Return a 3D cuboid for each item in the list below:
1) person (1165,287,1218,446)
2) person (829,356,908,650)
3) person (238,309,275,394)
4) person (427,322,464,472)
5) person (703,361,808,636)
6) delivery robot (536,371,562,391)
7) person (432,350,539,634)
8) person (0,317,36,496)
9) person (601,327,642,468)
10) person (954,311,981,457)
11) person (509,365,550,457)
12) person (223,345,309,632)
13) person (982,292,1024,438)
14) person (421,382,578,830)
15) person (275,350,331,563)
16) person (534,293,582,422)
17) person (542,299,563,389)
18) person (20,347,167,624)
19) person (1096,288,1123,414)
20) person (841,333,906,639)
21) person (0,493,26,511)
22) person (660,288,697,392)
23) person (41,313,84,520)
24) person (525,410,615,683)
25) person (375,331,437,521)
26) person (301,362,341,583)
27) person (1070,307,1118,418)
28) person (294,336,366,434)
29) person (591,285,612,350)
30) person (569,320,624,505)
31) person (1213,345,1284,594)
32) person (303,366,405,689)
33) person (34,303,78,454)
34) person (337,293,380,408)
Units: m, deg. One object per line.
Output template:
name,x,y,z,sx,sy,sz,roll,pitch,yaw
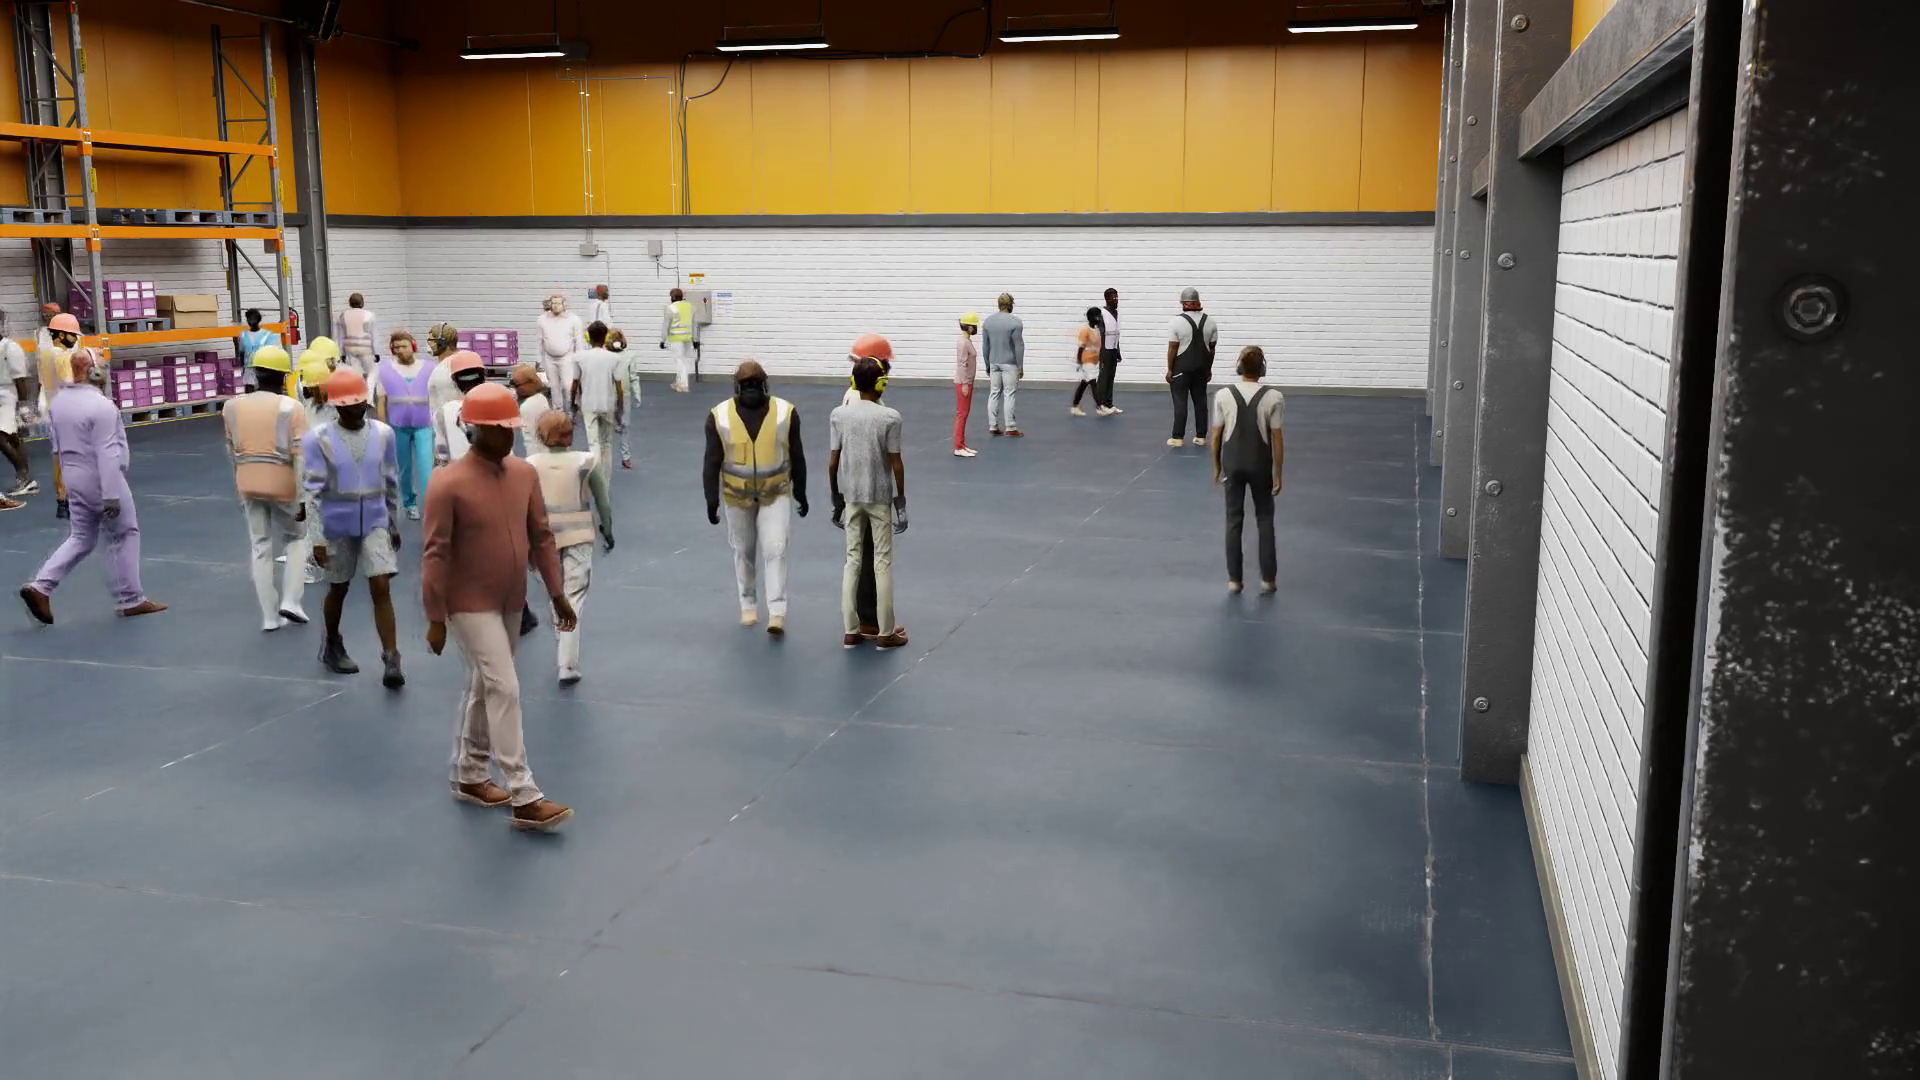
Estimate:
person,2.919,-2.226,21.355,0.690,2.000,0.538,-4,11,-21
person,-0.580,-0.230,10.553,0.535,1.864,0.309,4,11,19
person,-9.995,-2.436,23.610,0.552,1.648,0.843,-1,10,-3
person,-4.158,-0.799,13.563,0.372,1.940,0.632,-1,10,-5
person,-1.343,-0.267,10.947,0.676,1.798,0.907,-1,10,-5
delivery robot,-6.853,-2.738,28.195,0.707,0.478,0.477,0,10,1
person,-3.043,-0.285,10.813,0.625,1.880,0.815,3,10,14
person,-9.755,-1.398,16.972,0.609,1.932,0.502,7,12,35
person,-3.940,-1.637,19.194,0.511,1.630,0.337,-5,11,-28
person,0.095,-1.900,20.295,0.329,1.765,0.533,1,10,6
person,-3.443,-0.636,13.628,0.570,1.596,0.560,2,10,10
person,-4.586,-0.341,11.091,0.582,1.900,0.488,0,10,-1
person,0.587,-2.335,22.259,0.633,1.938,0.356,7,12,36
person,-1.970,0.289,7.348,0.930,1.955,0.618,5,11,26
person,-5.172,-0.707,13.649,0.906,1.724,0.541,-7,12,-33
person,-5.765,-2.585,23.840,0.640,1.889,0.513,0,10,2
person,-7.278,-3.479,29.636,0.421,1.611,0.563,-1,10,-6
person,-5.942,-0.364,11.291,0.651,1.883,0.828,6,12,32
person,2.270,-2.886,25.440,0.392,1.920,0.592,7,12,33
person,-0.578,-0.352,10.874,0.390,1.992,0.624,-3,11,-19
person,-9.433,-1.172,15.978,0.828,1.833,0.548,-6,12,-30
person,-5.025,-3.526,29.355,0.813,1.808,0.653,8,13,38
person,-8.350,-1.151,15.591,0.543,1.928,0.374,10,14,43
person,-2.352,0.018,9.933,0.517,1.584,0.907,0,10,-1
person,-5.018,-1.016,15.231,0.580,1.780,0.987,-4,11,-23
person,-4.799,-0.528,12.771,0.499,1.680,0.936,5,11,25
person,1.999,-2.635,24.763,0.873,1.641,0.546,5,11,28
person,-5.267,-0.798,13.931,0.590,1.810,0.422,-2,10,-12
person,-6.430,-3.669,30.034,0.504,1.866,0.583,-5,11,-28
person,-3.619,-1.275,16.626,0.522,1.826,0.963,-4,11,-21
person,2.112,-0.507,12.205,0.524,1.841,0.409,3,10,16
person,-3.511,-0.079,9.668,0.586,1.874,1.021,-7,12,-36
person,-10.979,-1.945,20.239,0.609,1.868,0.431,2,10,9
person,-9.337,-2.921,25.876,0.648,1.830,0.444,0,10,0
